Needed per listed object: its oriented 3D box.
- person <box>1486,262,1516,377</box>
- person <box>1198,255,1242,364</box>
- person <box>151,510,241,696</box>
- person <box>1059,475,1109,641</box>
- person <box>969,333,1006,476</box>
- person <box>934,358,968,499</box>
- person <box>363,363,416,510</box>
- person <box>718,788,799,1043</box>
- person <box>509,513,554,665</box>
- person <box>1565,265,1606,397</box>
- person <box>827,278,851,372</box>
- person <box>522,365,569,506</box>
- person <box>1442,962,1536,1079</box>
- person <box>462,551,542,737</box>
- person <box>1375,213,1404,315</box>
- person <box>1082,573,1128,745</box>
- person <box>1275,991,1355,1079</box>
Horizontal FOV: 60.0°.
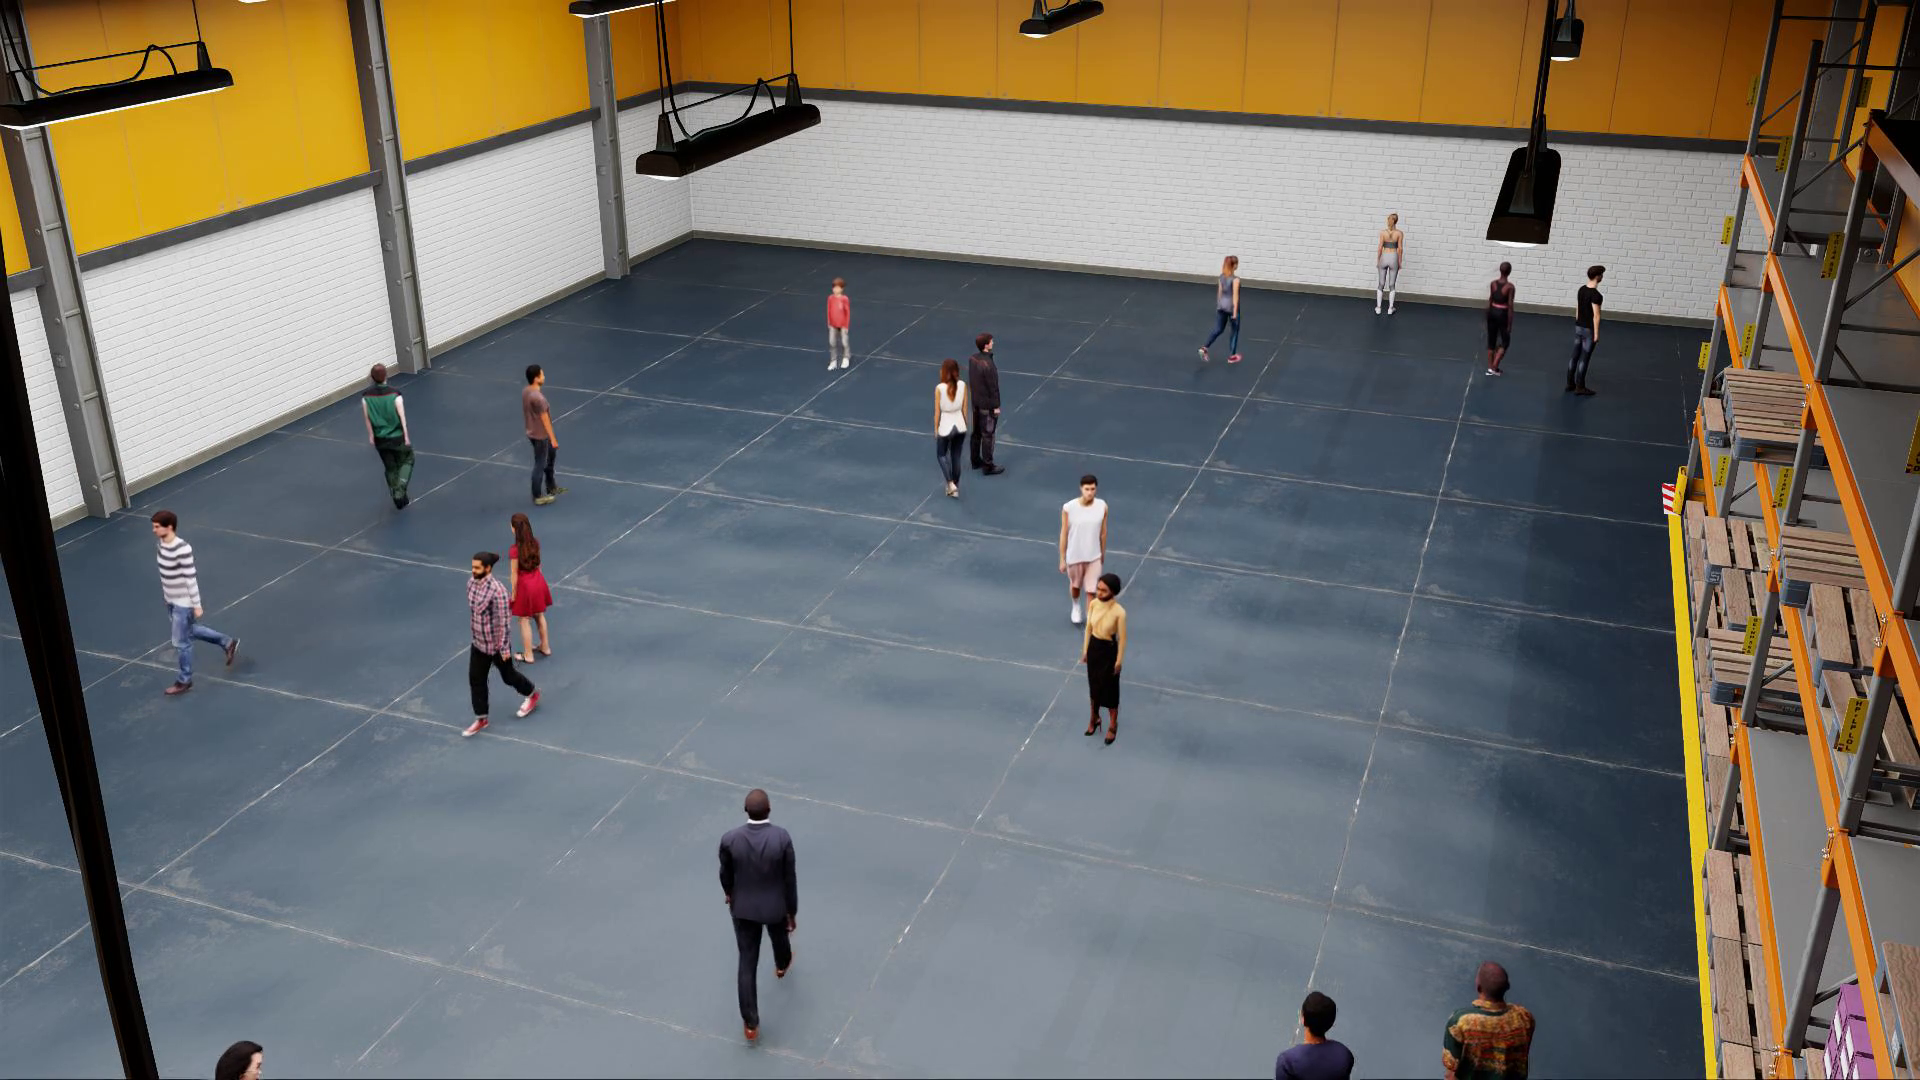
[{"bbox_3d":[8.007,-3.287,24.864,0.802,1.753,0.745,-21,31,-39],"label":"person"},{"bbox_3d":[4.025,-3.476,25.363,1.139,1.700,0.935,-18,29,-35],"label":"person"},{"bbox_3d":[-7.384,0.552,15.993,0.908,1.825,1.183,19,30,36],"label":"person"},{"bbox_3d":[1.251,0.137,17.049,0.916,1.740,1.229,0,24,-1],"label":"person"},{"bbox_3d":[0.310,-1.754,21.250,0.813,1.839,0.791,-14,27,-29],"label":"person"},{"bbox_3d":[-0.062,-1.326,20.348,0.764,1.777,0.822,-9,25,-19],"label":"person"},{"bbox_3d":[-6.881,-1.221,20.033,0.773,1.837,0.823,1,24,1],"label":"person"},{"bbox_3d":[-1.385,2.586,11.402,0.980,1.775,1.319,1,24,1],"label":"person"},{"bbox_3d":[-4.288,0.465,16.539,0.679,1.547,0.603,14,27,29],"label":"person"},{"bbox_3d":[9.096,-3.060,24.167,0.822,1.896,0.715,-6,24,-13],"label":"person"},{"bbox_3d":[-1.811,-3.306,25.348,0.553,1.401,0.718,7,25,15],"label":"person"},{"bbox_3d":[-5.204,-1.262,20.222,0.902,1.762,0.845,-13,27,-28],"label":"person"},{"bbox_3d":[3.083,3.332,9.720,0.914,1.756,1.234,2,24,4],"label":"person"},{"bbox_3d":[-4.247,0.898,15.299,0.887,1.746,1.161,16,28,32],"label":"person"},{"bbox_3d":[7.248,-4.679,28.113,0.574,1.703,0.523,7,25,16],"label":"person"},{"bbox_3d":[1.311,1.066,15.031,0.639,1.653,0.640,19,30,36],"label":"person"},{"bbox_3d":[2.027,3.418,9.491,0.737,1.781,0.753,-4,24,-9],"label":"person"}]
